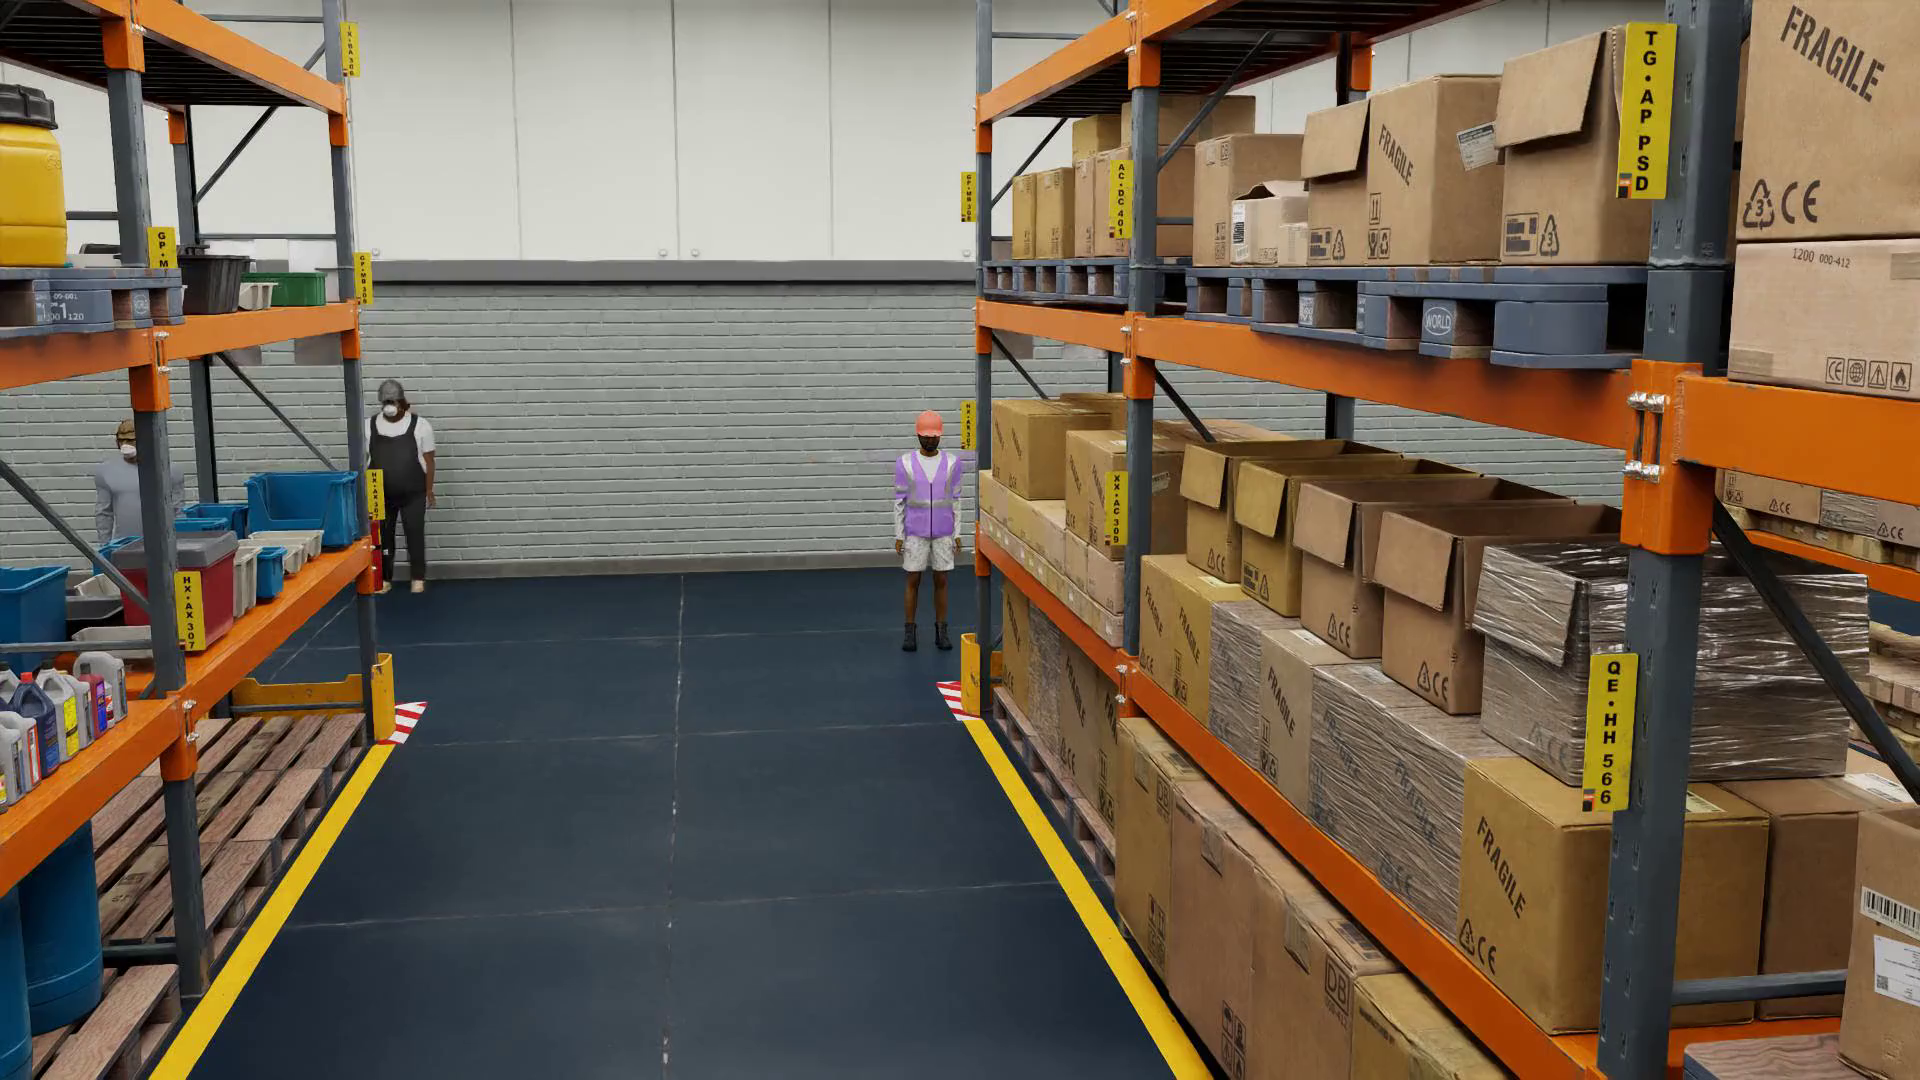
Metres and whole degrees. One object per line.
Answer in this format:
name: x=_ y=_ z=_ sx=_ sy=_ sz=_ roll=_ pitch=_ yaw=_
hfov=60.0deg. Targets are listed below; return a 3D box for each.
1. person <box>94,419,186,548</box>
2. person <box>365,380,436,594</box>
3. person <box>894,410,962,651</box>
person: x=-6.115 y=0.059 z=12.447 sx=0.635 sy=1.937 sz=0.352 roll=-1 pitch=9 yaw=-9
person: x=-5.276 y=-0.499 z=15.572 sx=0.698 sy=2.000 sz=0.543 roll=-2 pitch=9 yaw=-10
person: x=-0.246 y=-0.070 z=13.254 sx=0.551 sy=1.932 sz=0.378 roll=-1 pitch=9 yaw=-9
